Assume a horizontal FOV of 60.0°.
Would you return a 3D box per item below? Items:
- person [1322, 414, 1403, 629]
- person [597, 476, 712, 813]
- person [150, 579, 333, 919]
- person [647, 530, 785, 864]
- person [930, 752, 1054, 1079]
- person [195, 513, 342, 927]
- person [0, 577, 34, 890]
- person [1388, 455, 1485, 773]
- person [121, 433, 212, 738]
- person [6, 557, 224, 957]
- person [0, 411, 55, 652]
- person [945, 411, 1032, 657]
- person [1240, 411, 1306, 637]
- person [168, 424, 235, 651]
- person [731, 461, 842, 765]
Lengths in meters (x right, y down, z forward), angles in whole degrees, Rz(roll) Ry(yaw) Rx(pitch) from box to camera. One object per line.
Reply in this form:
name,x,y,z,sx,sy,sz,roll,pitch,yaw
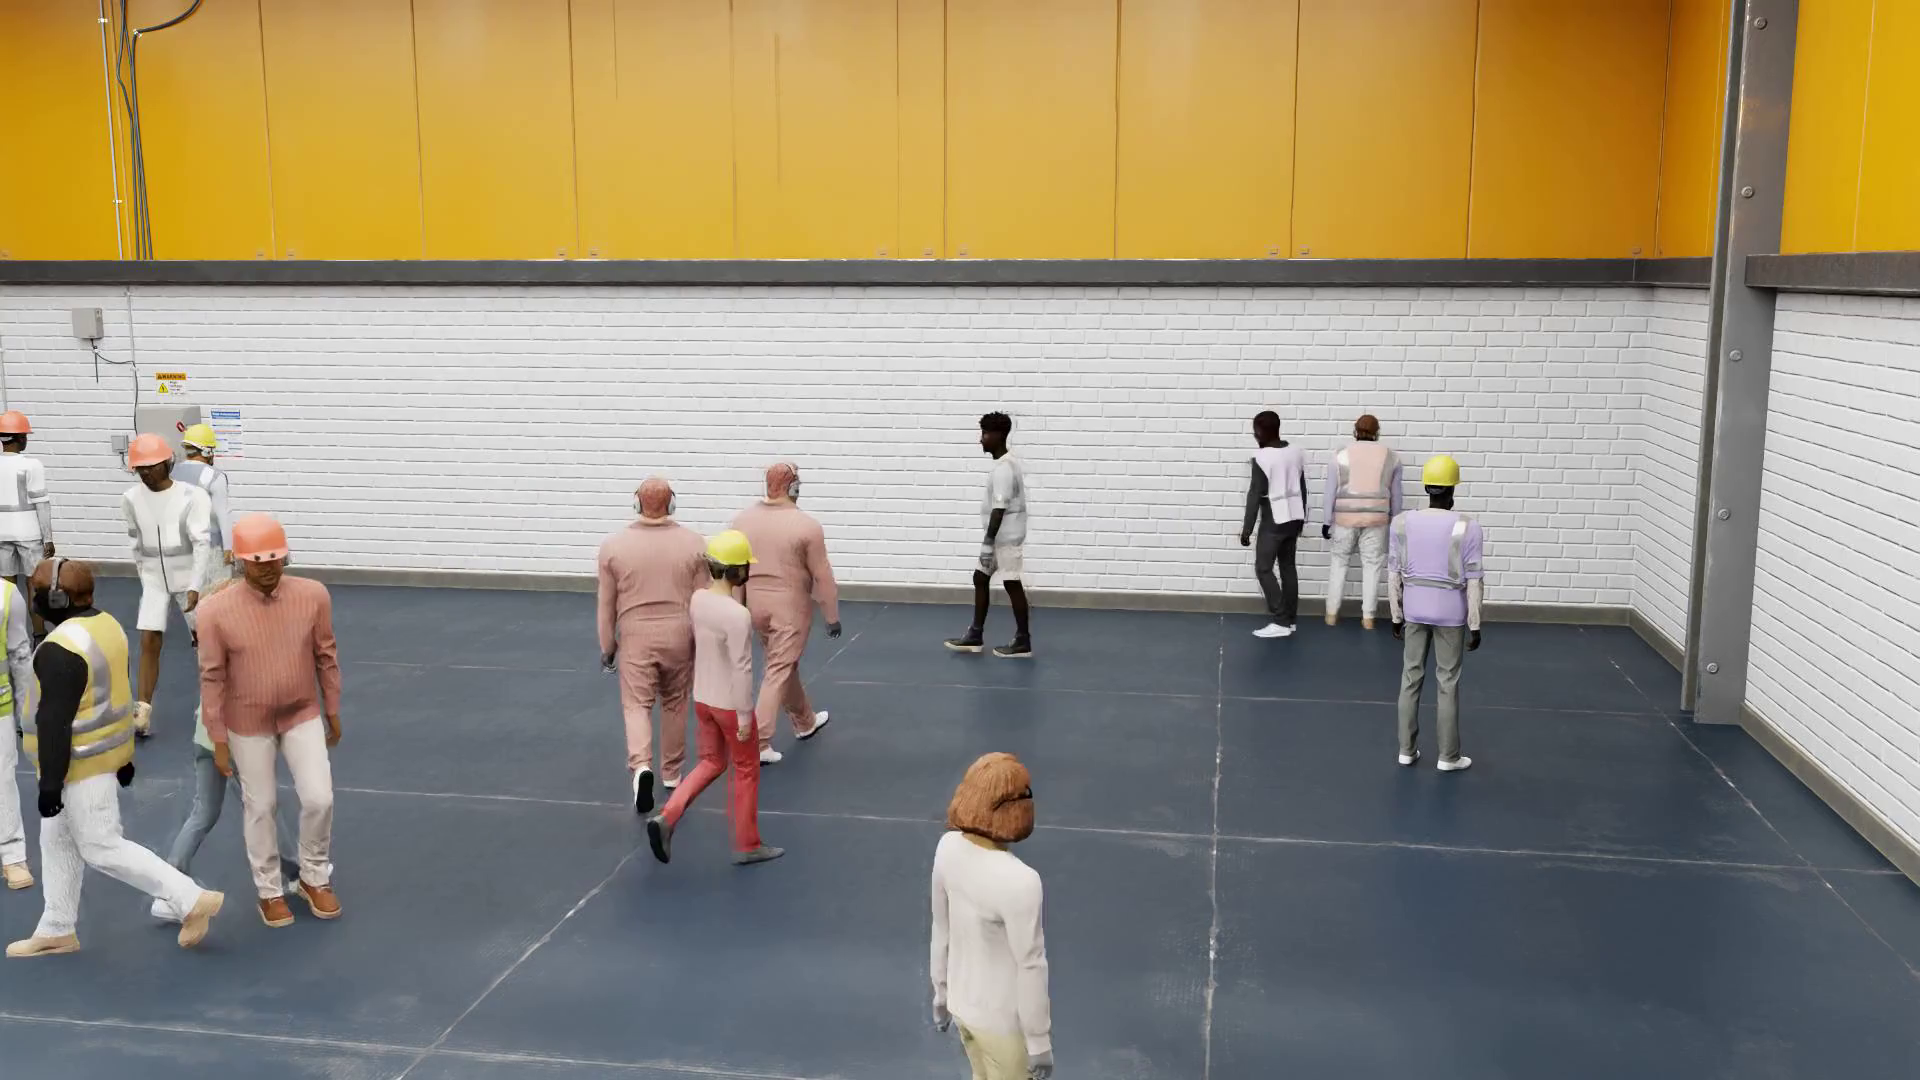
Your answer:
person,3.409,-0.154,14.102,0.667,1.828,0.476,1,9,8
person,-1.722,0.578,9.445,0.653,1.878,0.828,-2,9,-11
person,-3.463,0.979,7.866,0.551,1.577,0.871,8,12,41
person,-1.237,0.816,8.365,0.644,1.745,0.531,-8,12,-41
person,0.055,1.430,4.980,0.477,1.620,0.504,-5,11,-29
person,-3.136,0.831,7.620,0.623,1.962,0.554,-7,11,-36
person,-4.819,0.834,8.034,0.645,1.832,0.431,-5,11,-29
person,2.882,0.446,10.085,0.587,1.930,0.361,7,11,35
person,-5.197,0.287,10.918,0.616,1.972,1.084,0,9,-2
person,-3.760,0.965,7.292,0.882,1.808,0.621,-2,9,-12
person,-7.409,-0.050,13.124,0.553,1.934,0.364,1,9,5
person,0.200,-0.032,12.988,0.819,1.936,0.642,0,9,0
person,2.675,-0.129,13.838,0.663,1.893,0.415,-8,12,-39
person,-5.994,-0.006,13.201,0.609,1.828,0.404,3,10,18
person,-1.079,0.434,10.403,0.672,1.855,1.014,5,11,30
